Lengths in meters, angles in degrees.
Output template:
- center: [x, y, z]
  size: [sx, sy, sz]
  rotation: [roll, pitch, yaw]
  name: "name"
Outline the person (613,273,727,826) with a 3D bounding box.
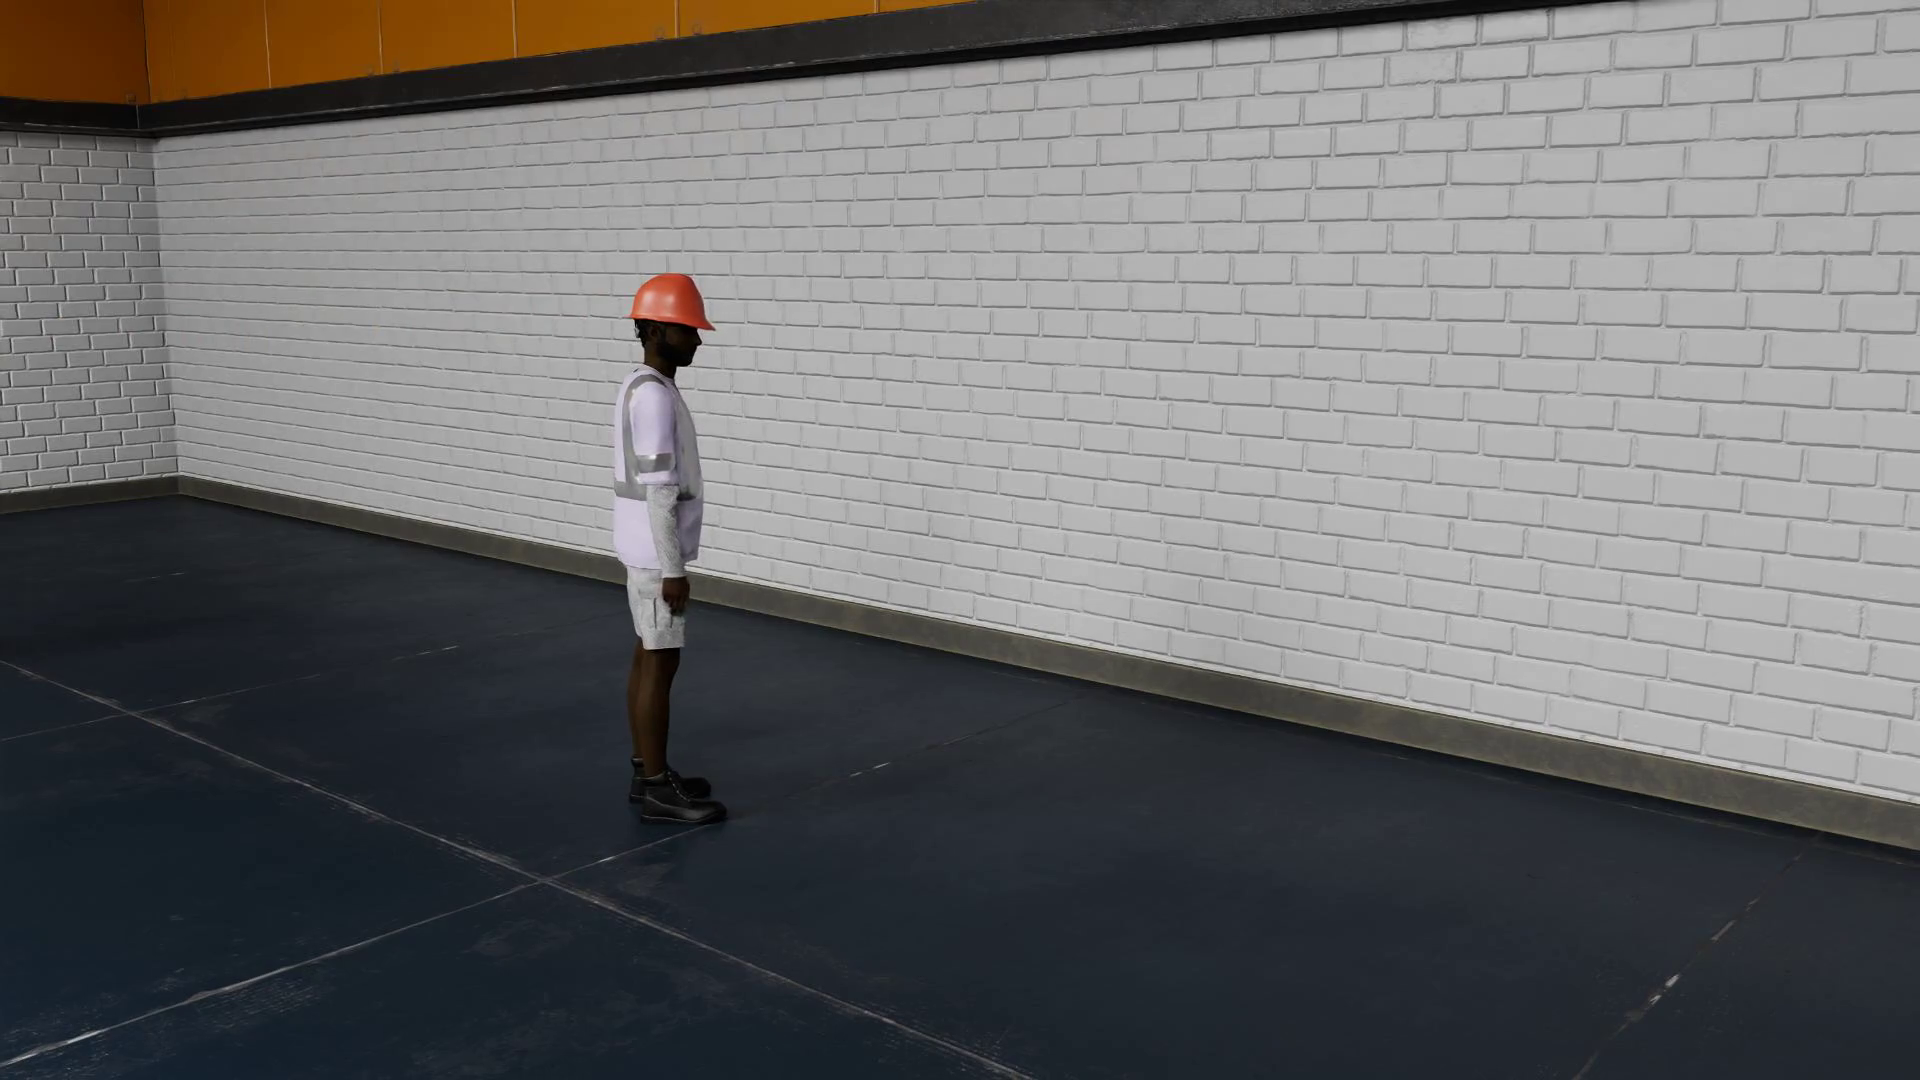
- center: [-1.035, 0.035, 5.890]
  size: [0.376, 1.933, 0.545]
  rotation: [-3, 10, -14]
  name: "person"
